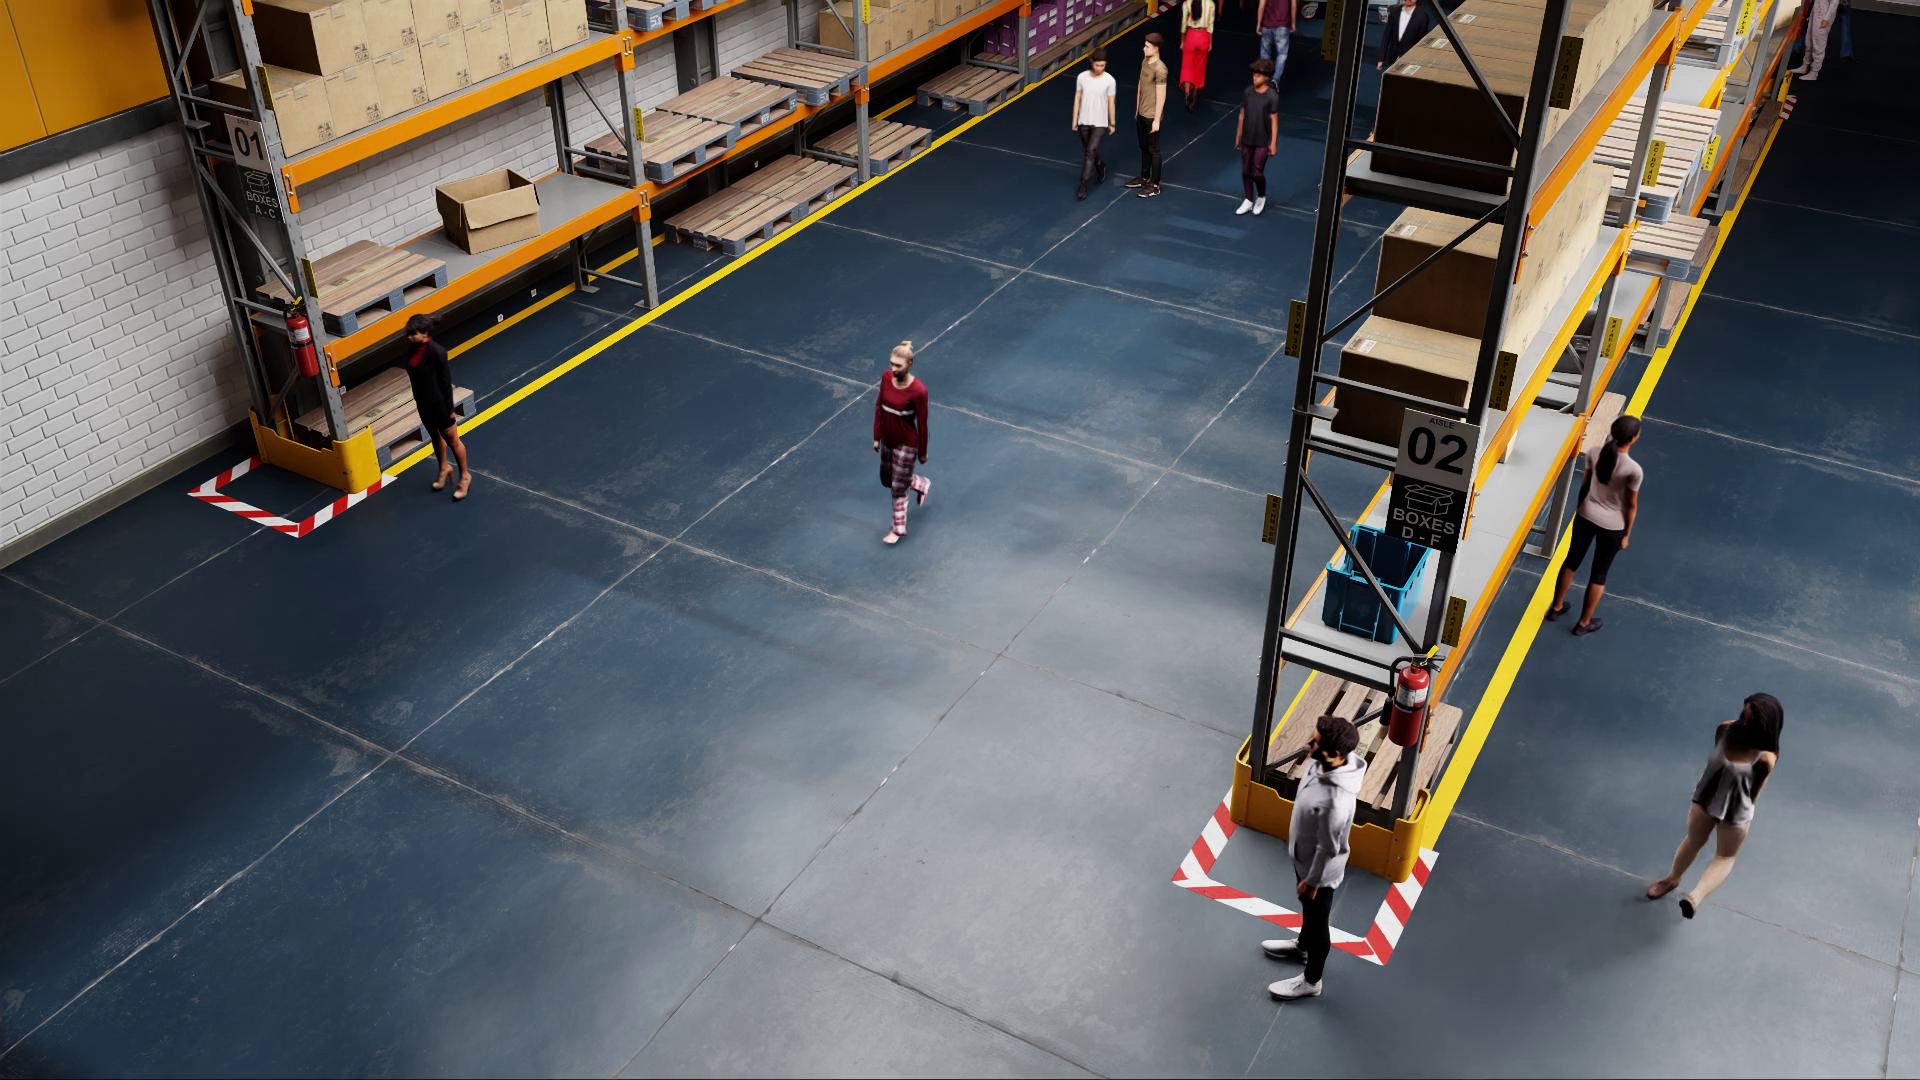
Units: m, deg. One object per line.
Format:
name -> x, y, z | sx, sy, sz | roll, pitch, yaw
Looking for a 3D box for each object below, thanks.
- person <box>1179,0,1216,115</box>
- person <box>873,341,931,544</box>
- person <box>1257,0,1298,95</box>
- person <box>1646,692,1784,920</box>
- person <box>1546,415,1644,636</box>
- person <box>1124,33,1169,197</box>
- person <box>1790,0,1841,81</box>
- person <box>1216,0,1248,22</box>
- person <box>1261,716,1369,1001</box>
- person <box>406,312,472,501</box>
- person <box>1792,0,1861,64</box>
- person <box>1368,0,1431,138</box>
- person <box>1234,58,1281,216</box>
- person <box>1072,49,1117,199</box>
person -> 2.988, -6.224, 21.126 | 0.820, 1.771, 1.055 | 5, 34, 7
person -> -0.426, -0.805, 13.052 | 0.698, 1.684, 0.899 | 23, 40, 31
person -> 4.160, -6.758, 21.871 | 0.860, 1.836, 1.069 | 6, 34, 9
person -> 4.291, 1.553, 9.533 | 0.857, 1.652, 0.772 | 21, 39, 28
person -> 4.592, -0.115, 11.960 | 0.647, 1.743, 0.664 | -24, 40, -31
person -> 2.180, -4.875, 19.024 | 0.782, 1.851, 0.748 | -12, 35, -17
person -> 11.712, -7.119, 22.543 | 0.788, 1.693, 0.680 | 0, 34, 0
person -> 4.021, -8.552, 24.699 | 0.631, 1.693, 1.166 | 16, 37, 22
person -> 1.959, 1.710, 9.046 | 0.832, 1.930, 0.703 | 2, 34, 2
person -> -4.265, -1.094, 13.529 | 0.583, 1.637, 0.618 | 22, 39, 29
person -> 12.061, -7.494, 23.064 | 0.721, 1.741, 1.104 | 19, 38, 26
person -> 5.540, -5.989, 20.655 | 1.339, 1.902, 0.967 | -28, 43, -36
person -> 3.358, -4.505, 18.537 | 0.705, 1.774, 0.681 | 28, 42, 35
person -> 1.560, -4.849, 19.146 | 0.692, 1.673, 1.074 | 17, 37, 23
